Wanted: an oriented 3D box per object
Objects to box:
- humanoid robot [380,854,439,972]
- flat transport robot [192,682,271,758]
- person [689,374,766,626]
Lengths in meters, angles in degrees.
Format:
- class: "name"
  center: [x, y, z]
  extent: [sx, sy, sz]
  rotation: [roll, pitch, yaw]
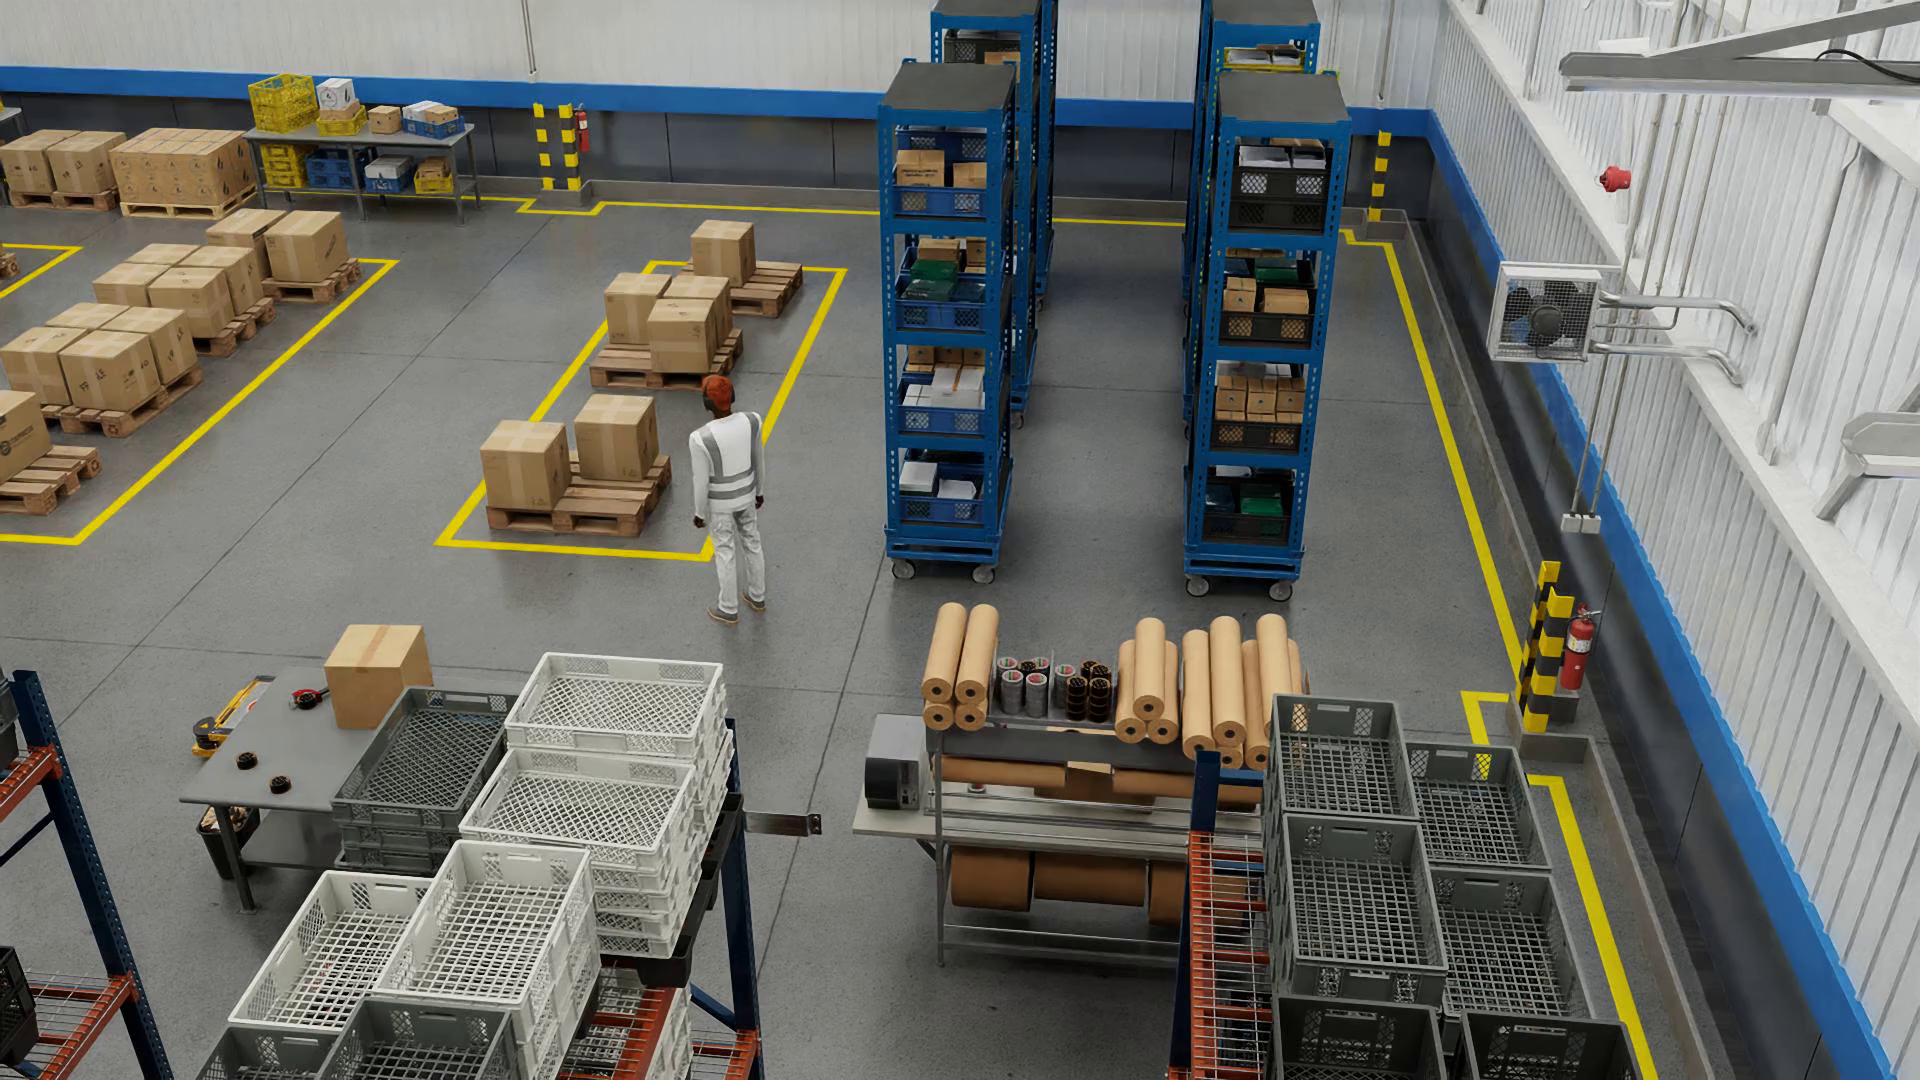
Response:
- class: "humanoid robot"
  center: [-2.588, 1.850, 8.096]
  extent: [0.324, 1.637, 0.616]
  rotation: [20, 36, 31]
- class: "flat transport robot"
  center: [-4.089, 1.163, 10.648]
  extent: [1.431, 0.197, 0.652]
  rotation: [3, 30, 6]
- class: "person"
  center: [-1.602, -0.279, 11.550]
  extent: [0.572, 1.882, 0.357]
  rotation: [-23, 38, -34]
